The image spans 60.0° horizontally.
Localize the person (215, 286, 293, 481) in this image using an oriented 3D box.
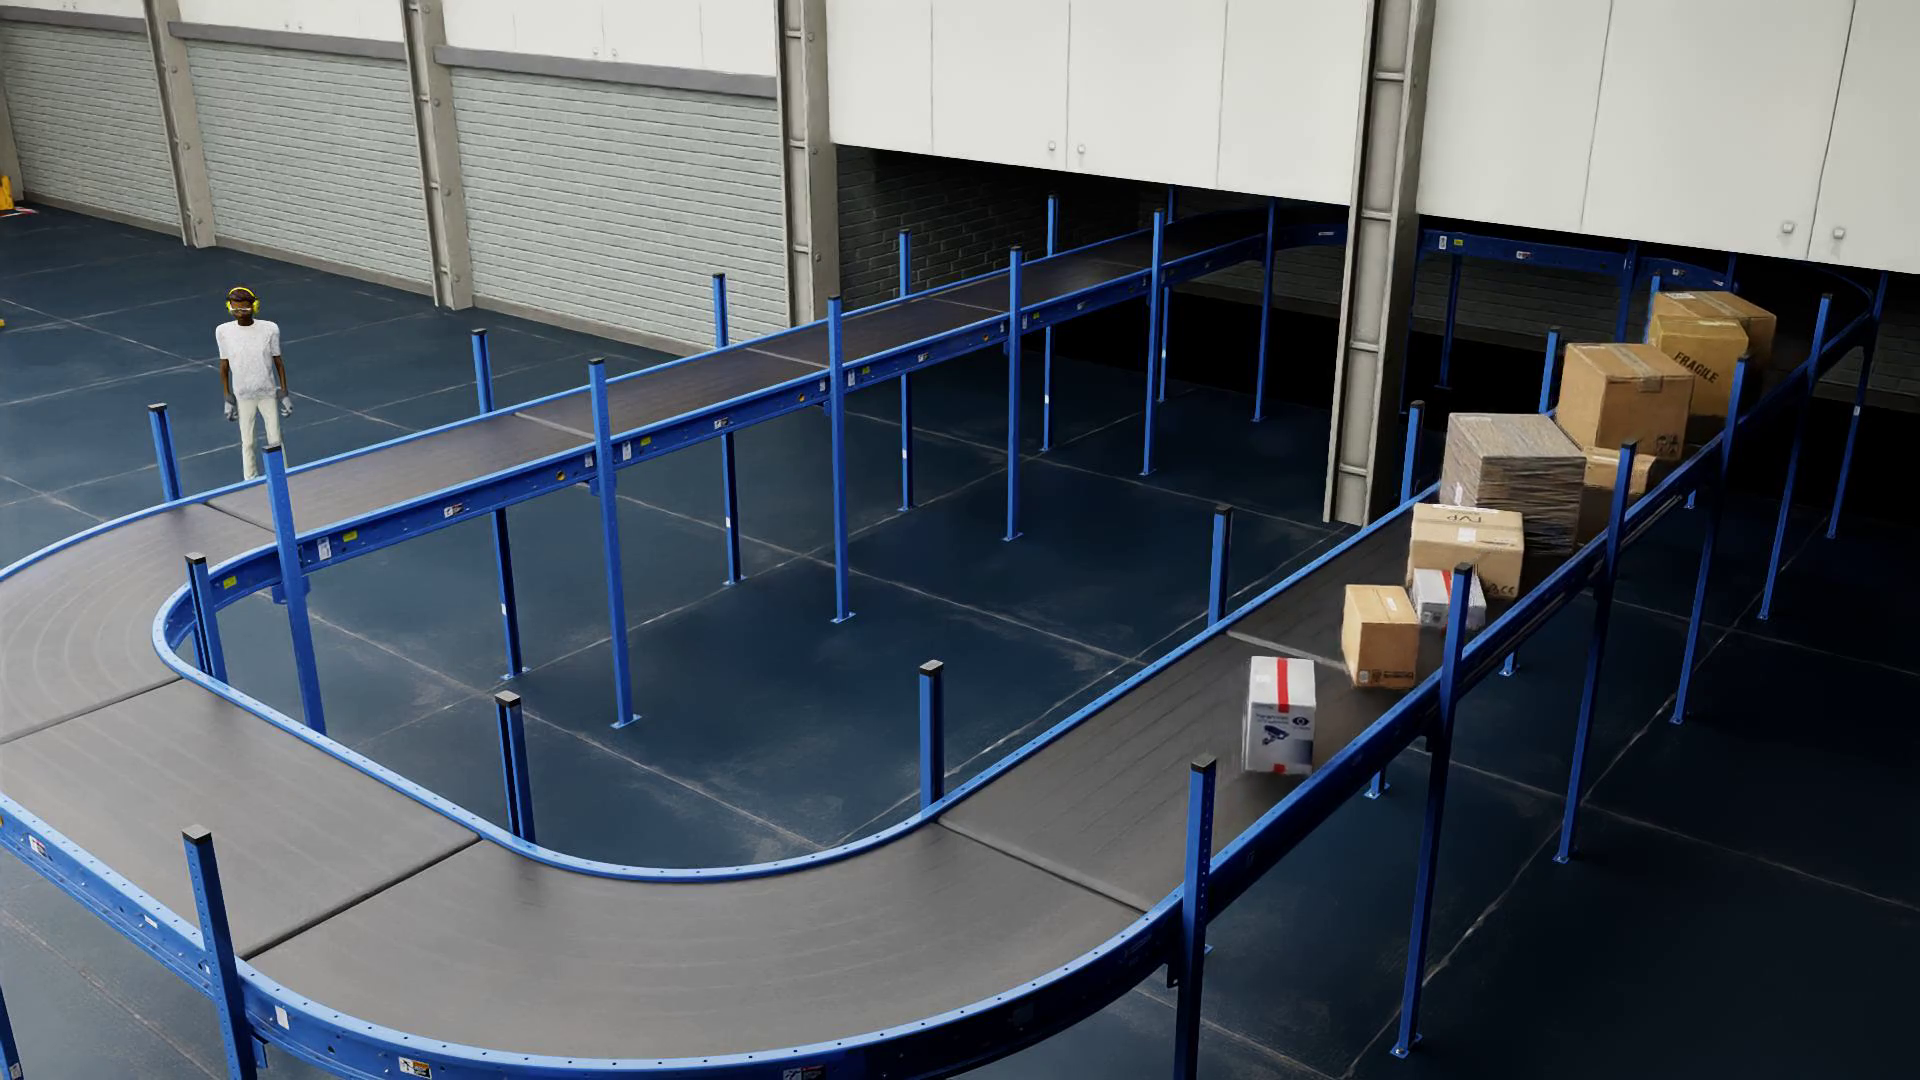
[{"bbox_3d":[-5.745,-1.160,13.595,0.520,1.865,0.328,-8,23,-20],"label":"person"}]
